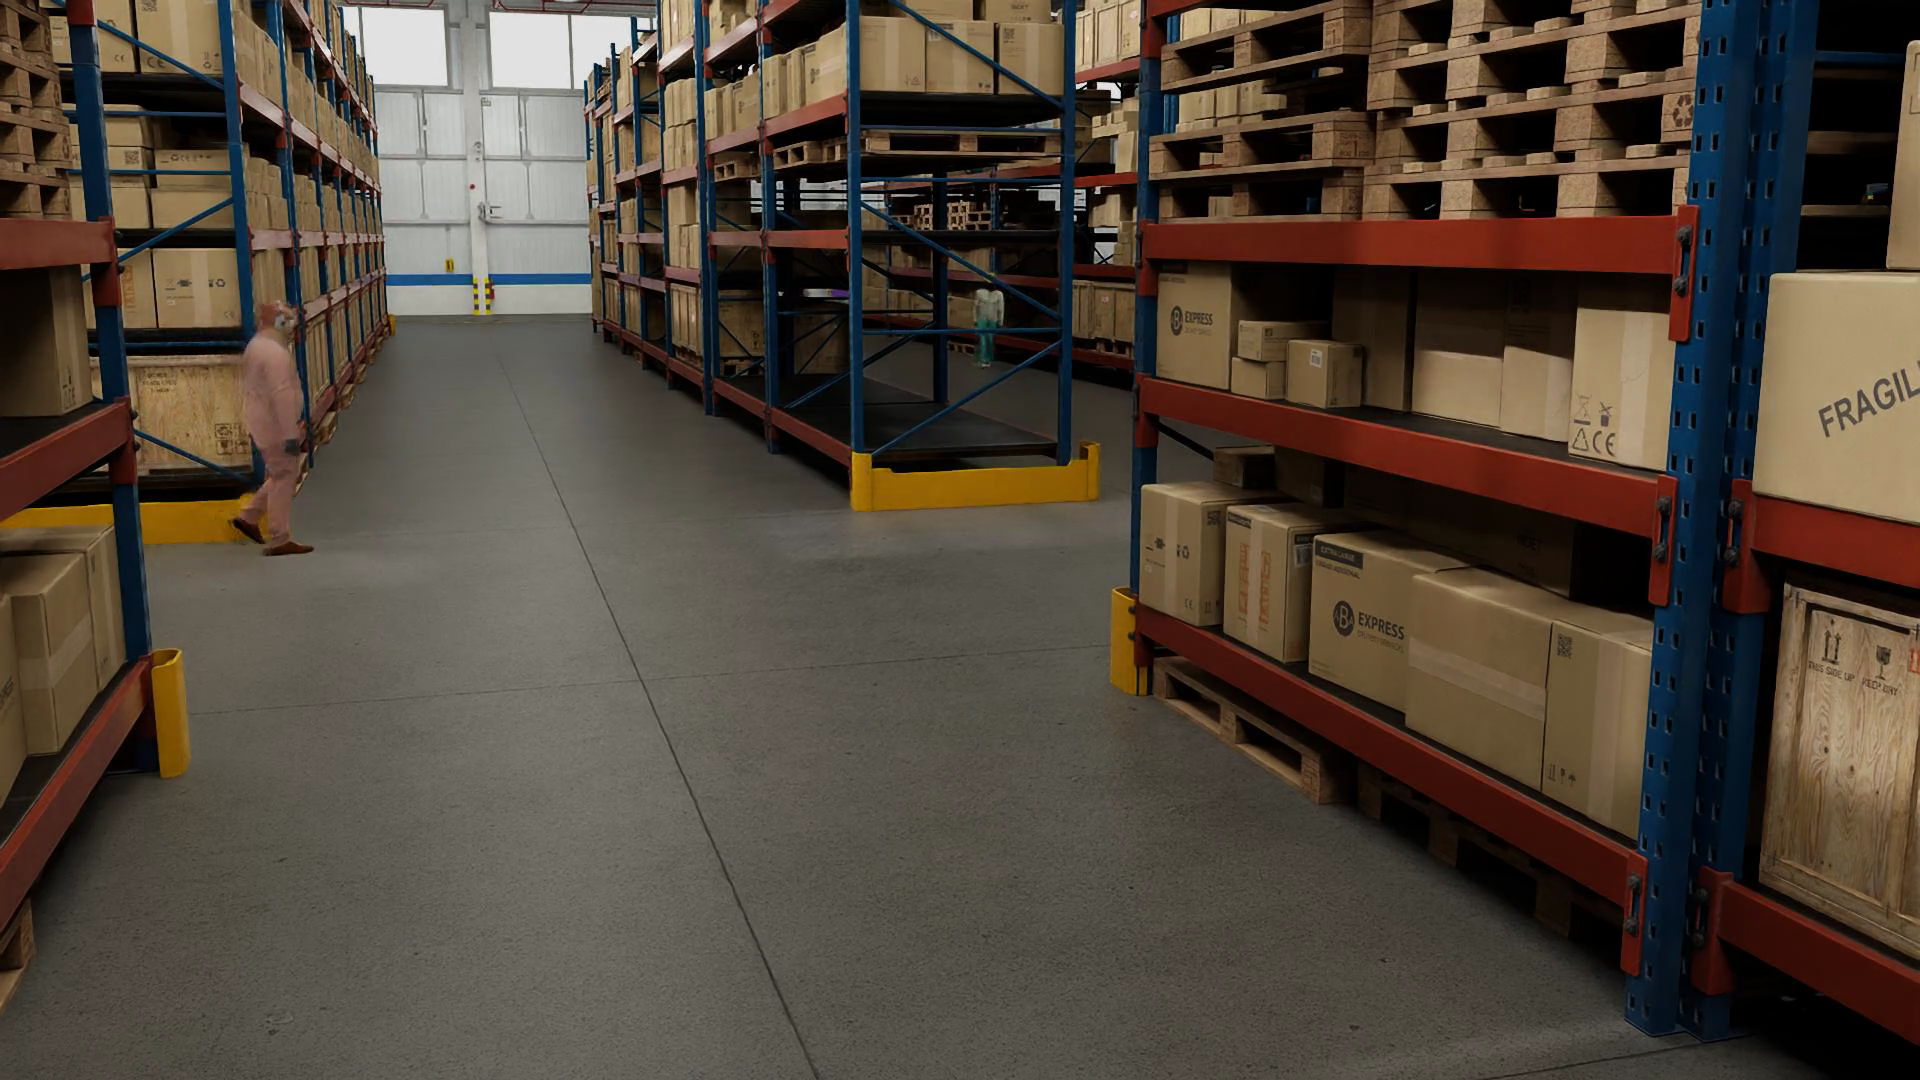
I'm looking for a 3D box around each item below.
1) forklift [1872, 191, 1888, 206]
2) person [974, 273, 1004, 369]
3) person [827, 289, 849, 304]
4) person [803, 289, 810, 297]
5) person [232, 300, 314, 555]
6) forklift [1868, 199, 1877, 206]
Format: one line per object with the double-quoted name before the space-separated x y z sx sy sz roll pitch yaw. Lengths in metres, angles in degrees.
"forklift" 10.103 -2.315 17.759 1.129 2.768 1.873 -3 11 -17
"person" 0.522 -3.904 29.686 0.536 1.693 0.881 0 10 1
"person" -2.917 -5.885 39.974 0.563 1.920 0.682 -1 10 -7
"person" -3.959 -6.062 41.437 0.505 1.727 0.526 3 11 18
"person" -5.090 -0.822 12.290 0.484 1.888 0.679 -7 12 -33
"forklift" 11.338 -2.915 21.052 1.129 2.768 1.873 -3 11 -17
